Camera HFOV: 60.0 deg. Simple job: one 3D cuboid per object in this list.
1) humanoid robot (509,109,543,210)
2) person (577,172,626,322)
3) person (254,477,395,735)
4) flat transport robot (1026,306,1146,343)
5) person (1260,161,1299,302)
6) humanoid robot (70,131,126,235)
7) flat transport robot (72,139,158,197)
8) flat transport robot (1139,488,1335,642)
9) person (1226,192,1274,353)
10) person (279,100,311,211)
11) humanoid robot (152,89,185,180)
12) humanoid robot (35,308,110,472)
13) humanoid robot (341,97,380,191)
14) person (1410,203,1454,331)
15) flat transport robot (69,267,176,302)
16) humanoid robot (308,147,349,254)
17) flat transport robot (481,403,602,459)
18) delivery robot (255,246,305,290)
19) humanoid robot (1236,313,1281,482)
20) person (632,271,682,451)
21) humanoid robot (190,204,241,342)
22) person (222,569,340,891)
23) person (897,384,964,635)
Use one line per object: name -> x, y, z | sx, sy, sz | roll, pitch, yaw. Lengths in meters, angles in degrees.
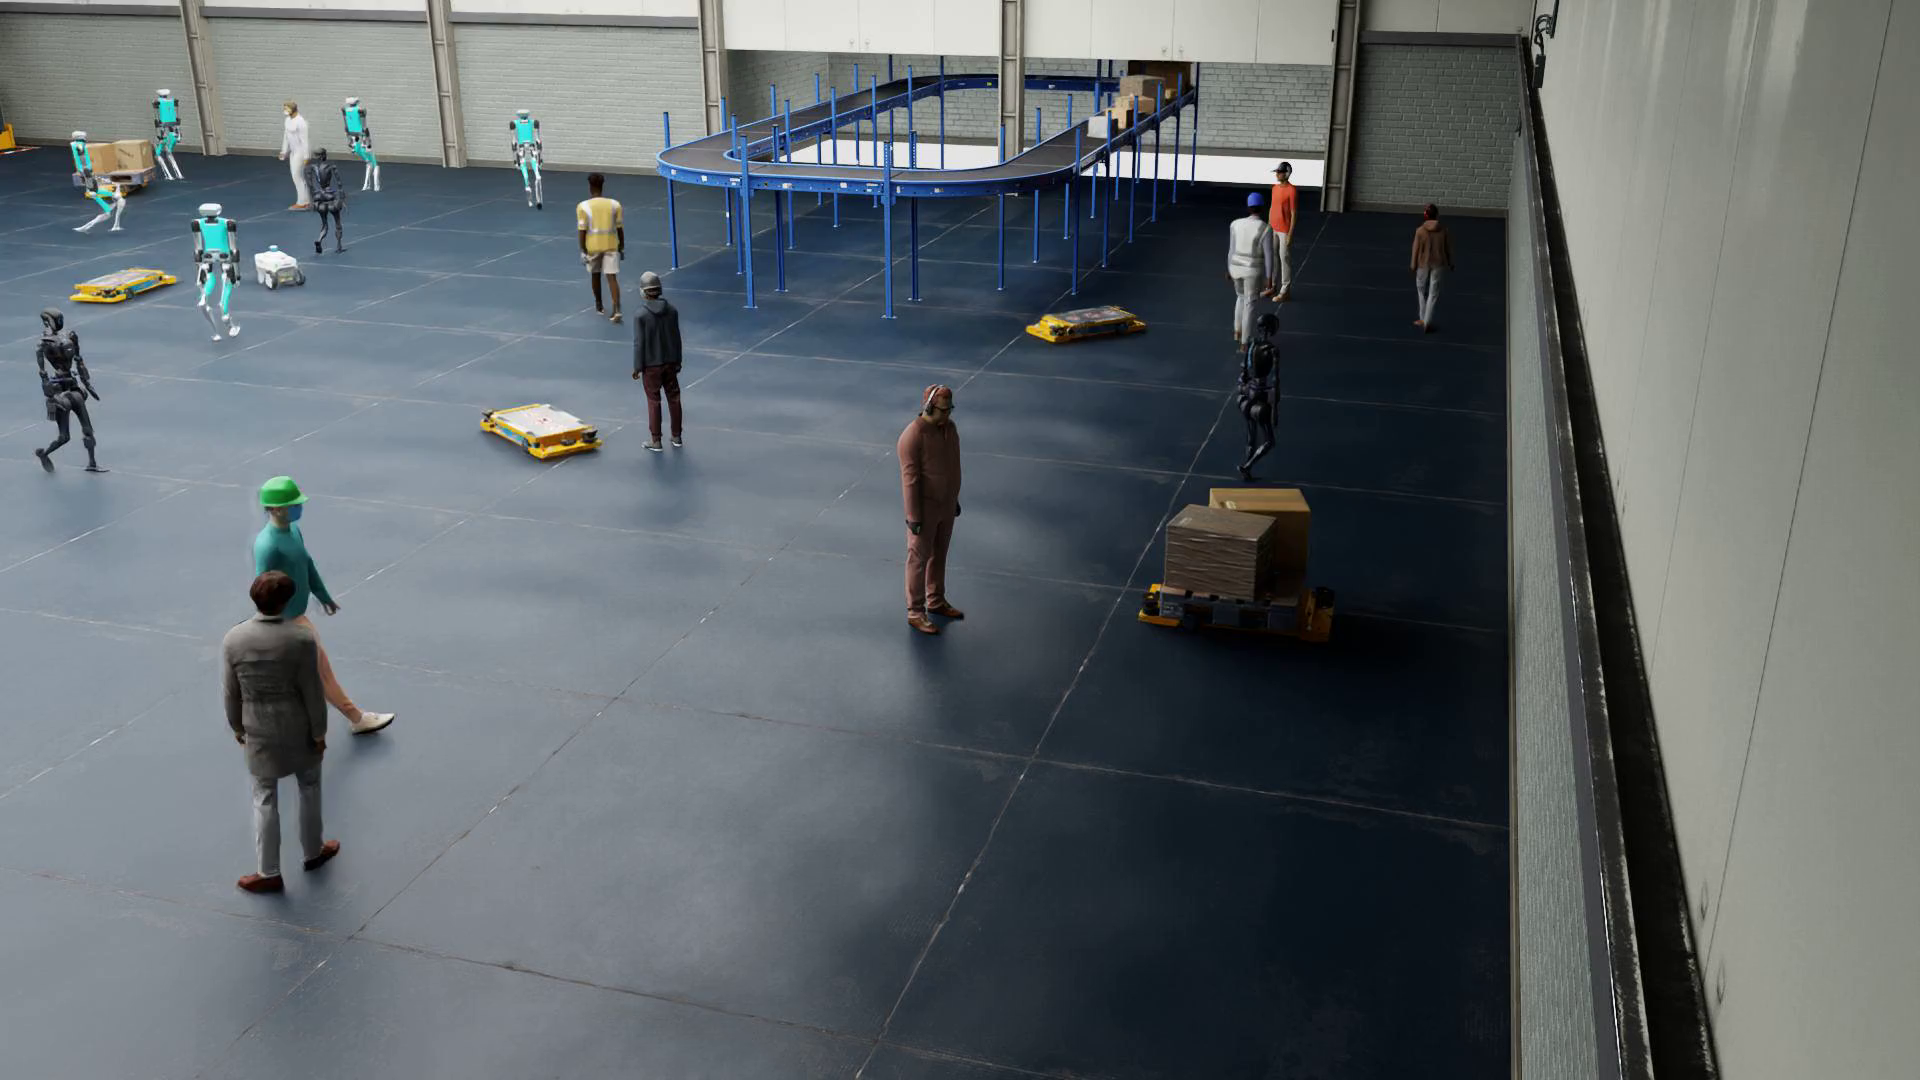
humanoid robot -> -7.679, -6.751, 29.713 | 0.531, 1.775, 1.001 | -8, 23, -20
person -> -4.704, -3.859, 21.906 | 0.611, 1.918, 0.967 | -7, 22, -18
person -> -4.338, 0.441, 10.884 | 1.047, 1.809, 0.540 | -2, 21, -5
flat transport robot -> 1.625, -2.768, 21.358 | 1.431, 0.231, 0.659 | -12, 24, -29
person -> 4.397, -4.249, 22.916 | 0.392, 1.911, 0.481 | -13, 25, -30
humanoid robot -> -14.100, -5.812, 27.204 | 1.037, 1.727, 0.552 | -12, 24, -29
flat transport robot -> -16.020, -6.717, 31.600 | 0.659, 0.231, 1.431 | -3, 21, -7
flat transport robot -> 2.143, 0.515, 12.841 | 1.431, 0.231, 0.659 | 6, 22, 15
person -> 3.540, -3.287, 20.430 | 0.705, 1.908, 0.637 | 19, 28, 40
person -> -11.871, -6.852, 29.653 | 0.563, 1.921, 0.646 | -17, 27, -37
humanoid robot -> -15.755, -8.040, 32.928 | 0.653, 1.747, 0.538 | 13, 25, 31
humanoid robot -> -8.643, -1.440, 15.984 | 0.645, 1.638, 0.608 | 5, 22, 12
humanoid robot -> -11.316, -7.508, 31.675 | 0.538, 1.843, 0.658 | 8, 23, 21
person -> 6.069, -3.501, 21.356 | 0.562, 1.627, 0.494 | 4, 21, 10
flat transport robot -> -11.830, -3.602, 23.520 | 0.659, 0.231, 1.431 | 4, 21, 10
humanoid robot -> -9.890, -5.281, 25.926 | 0.613, 1.635, 0.593 | 4, 22, 11
flat transport robot -> -4.329, -1.139, 17.131 | 0.659, 0.231, 1.431 | -17, 27, -37
delivery robot -> -9.852, -3.939, 23.977 | 0.774, 0.581, 0.499 | 20, 29, 41
humanoid robot -> 2.761, -1.329, 15.681 | 0.405, 1.643, 0.613 | -10, 23, -24
person -> -3.029, -1.789, 16.680 | 0.539, 1.807, 0.378 | -16, 26, -35
humanoid robot -> -9.216, -3.221, 20.561 | 0.537, 1.769, 1.040 | -3, 21, -7
person -> -3.825, 1.072, 9.270 | 0.593, 1.809, 0.559 | -4, 21, -9
person -> -0.187, -0.250, 12.561 | 0.406, 1.902, 0.637 | 14, 25, 32
